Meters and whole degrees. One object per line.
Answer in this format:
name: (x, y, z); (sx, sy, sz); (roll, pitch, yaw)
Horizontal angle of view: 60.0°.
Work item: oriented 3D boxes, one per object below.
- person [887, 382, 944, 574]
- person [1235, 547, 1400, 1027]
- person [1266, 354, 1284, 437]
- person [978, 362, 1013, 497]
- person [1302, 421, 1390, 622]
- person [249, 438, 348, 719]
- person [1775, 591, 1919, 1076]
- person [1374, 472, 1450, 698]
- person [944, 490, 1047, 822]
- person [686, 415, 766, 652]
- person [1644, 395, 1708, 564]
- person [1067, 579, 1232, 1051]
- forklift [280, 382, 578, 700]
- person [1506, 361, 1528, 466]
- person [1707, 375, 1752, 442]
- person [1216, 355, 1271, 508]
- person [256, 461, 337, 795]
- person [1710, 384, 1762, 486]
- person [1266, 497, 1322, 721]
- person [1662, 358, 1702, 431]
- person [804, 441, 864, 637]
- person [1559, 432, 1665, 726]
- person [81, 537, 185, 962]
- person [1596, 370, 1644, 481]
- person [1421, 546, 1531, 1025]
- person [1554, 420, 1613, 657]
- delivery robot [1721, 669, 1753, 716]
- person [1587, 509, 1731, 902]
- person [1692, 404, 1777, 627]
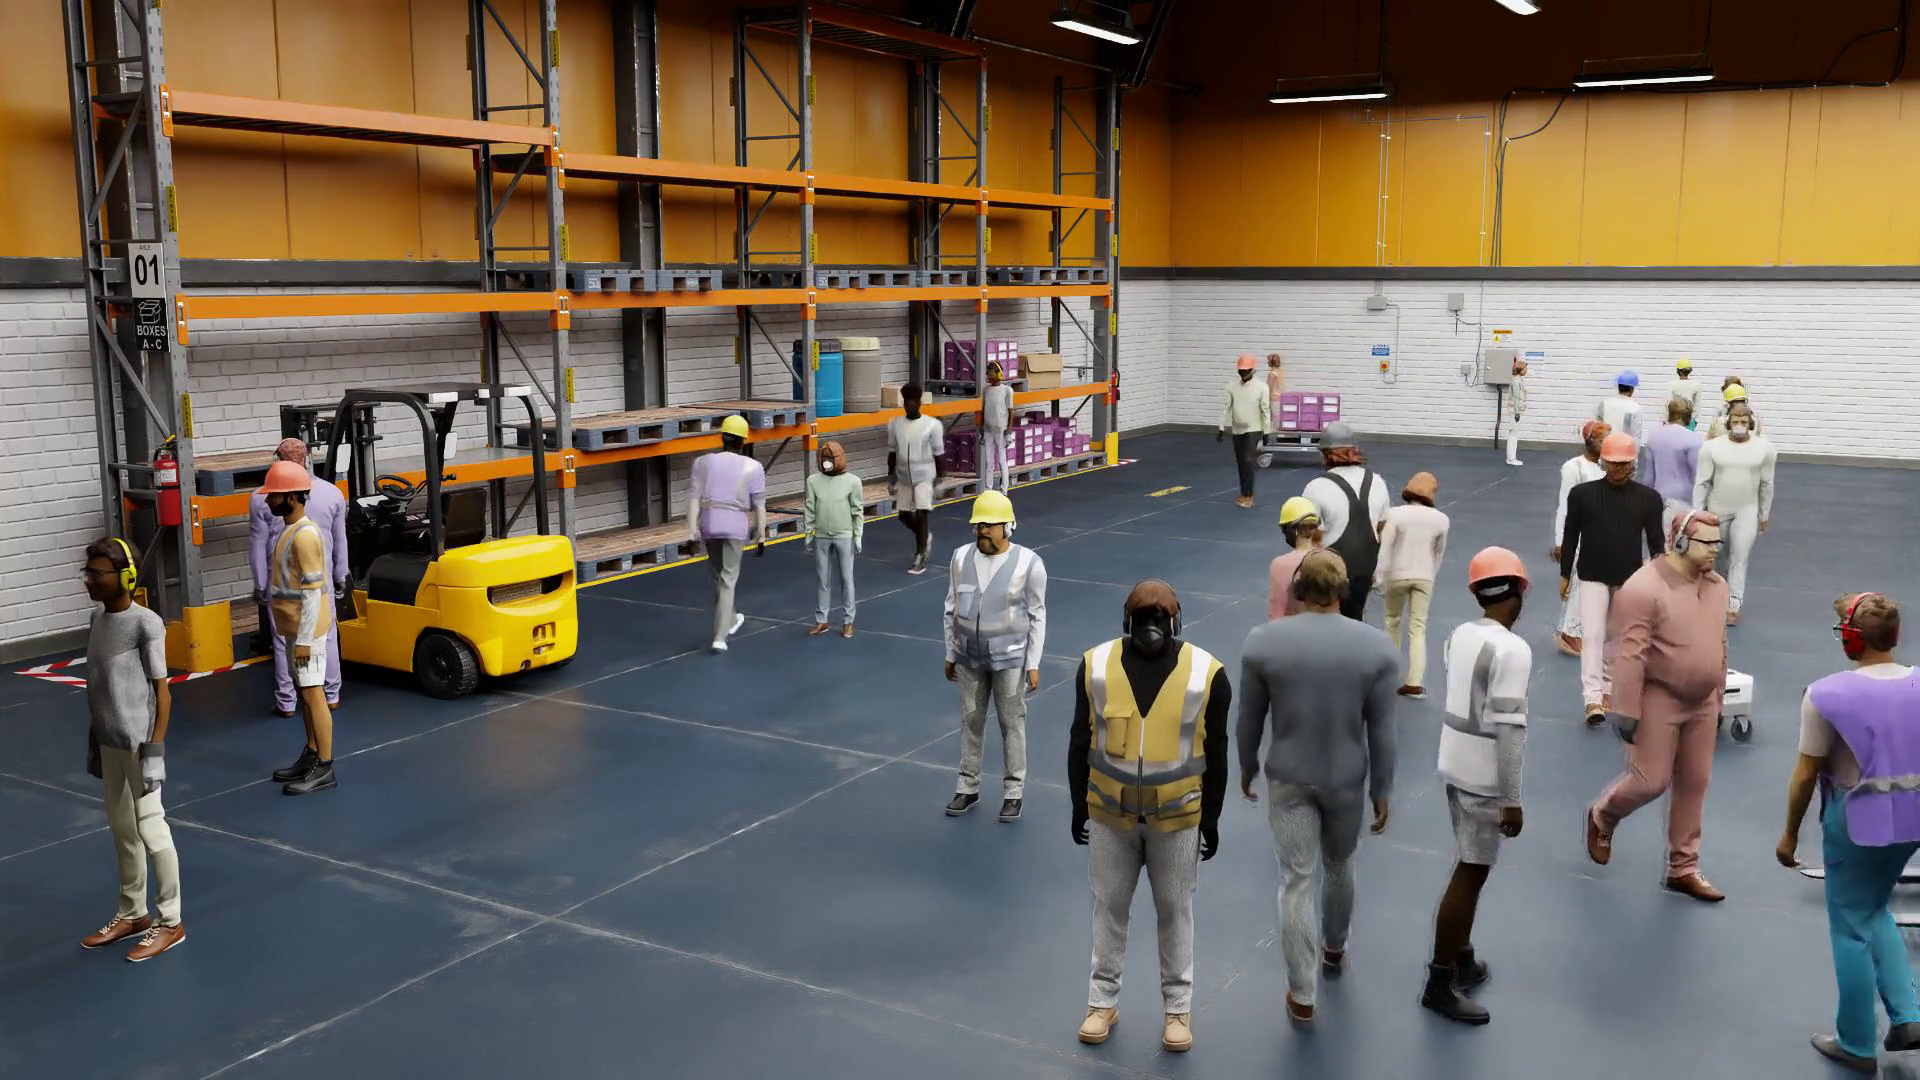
person: (-0.420, -0.648, 16.838); (0.633, 1.940, 0.683); (4, 10, 22)
person: (1.465, 0.964, 6.919); (0.637, 1.896, 0.953); (1, 9, 7)
person: (5.346, -2.409, 28.793); (0.649, 1.612, 0.546); (5, 10, 27)
person: (0.460, -1.401, 21.775); (0.521, 1.865, 0.327); (6, 11, 33)
person: (2.599, 0.188, 11.303); (0.704, 2.000, 0.735); (-4, 10, -24)
person: (-4.509, 0.254, 11.339); (0.645, 1.900, 0.404); (-8, 12, -40)
person: (3.404, 1.106, 6.240); (0.587, 1.823, 0.461); (-2, 9, -12)
person: (3.246, 0.303, 12.018); (0.543, 1.574, 0.734); (0, 9, 2)
person: (0.172, 0.635, 9.157); (0.587, 1.835, 0.403); (4, 10, 23)
person: (-1.878, -0.064, 13.442); (0.609, 1.864, 1.020); (1, 9, 8)
person: (6.570, -0.377, 15.288); (0.763, 1.926, 0.640); (-2, 9, -12)
person: (0.724, 1.061, 6.474); (0.627, 1.845, 0.429); (2, 9, 13)
forklift: (-3.974, -0.067, 12.417); (2.313, 2.155, 1.214); (5, 11, 30)
person: (8.756, -1.991, 26.151); (0.307, 1.639, 0.525); (3, 10, 19)
person: (9.090, -1.027, 19.596); (0.516, 1.824, 0.824); (-3, 9, -16)
person: (3.632, -1.402, 21.476); (0.643, 1.965, 0.796); (7, 12, 38)
person: (-3.844, 0.504, 9.654); (0.354, 1.939, 0.544); (-5, 10, -30)
person: (8.297, -0.760, 17.876); (0.592, 1.828, 0.404); (-4, 10, -23)
person: (1.971, 0.633, 9.489); (0.554, 1.732, 0.562); (-6, 11, -31)
person: (10.637, -1.796, 24.529); (0.530, 1.772, 0.303); (0, 9, 0)
person: (-1.048, -0.008, 13.790); (0.507, 1.631, 0.266); (2, 9, 14)
person: (4.352, 0.268, 11.070); (0.652, 1.946, 0.981); (2, 9, 14)
person: (-3.684, 0.908, 7.328); (0.509, 1.876, 0.328); (5, 10, 30)
person: (7.520, -0.999, 19.122); (0.901, 1.920, 0.597); (-8, 12, -40)
person: (2.123, 0.986, 6.828); (0.497, 1.885, 0.639); (-1, 9, -5)
person: (4.925, -0.001, 13.015); (0.613, 1.865, 0.513); (-7, 11, -36)
delivery robot: (4.737, 0.973, 10.735); (0.707, 0.478, 0.477); (-2, 9, -15)
person: (3.450, 0.774, 8.099); (0.672, 1.888, 0.649); (-4, 10, -21)
person: (6.743, -0.246, 14.524); (0.642, 1.894, 1.041); (4, 10, 25)
